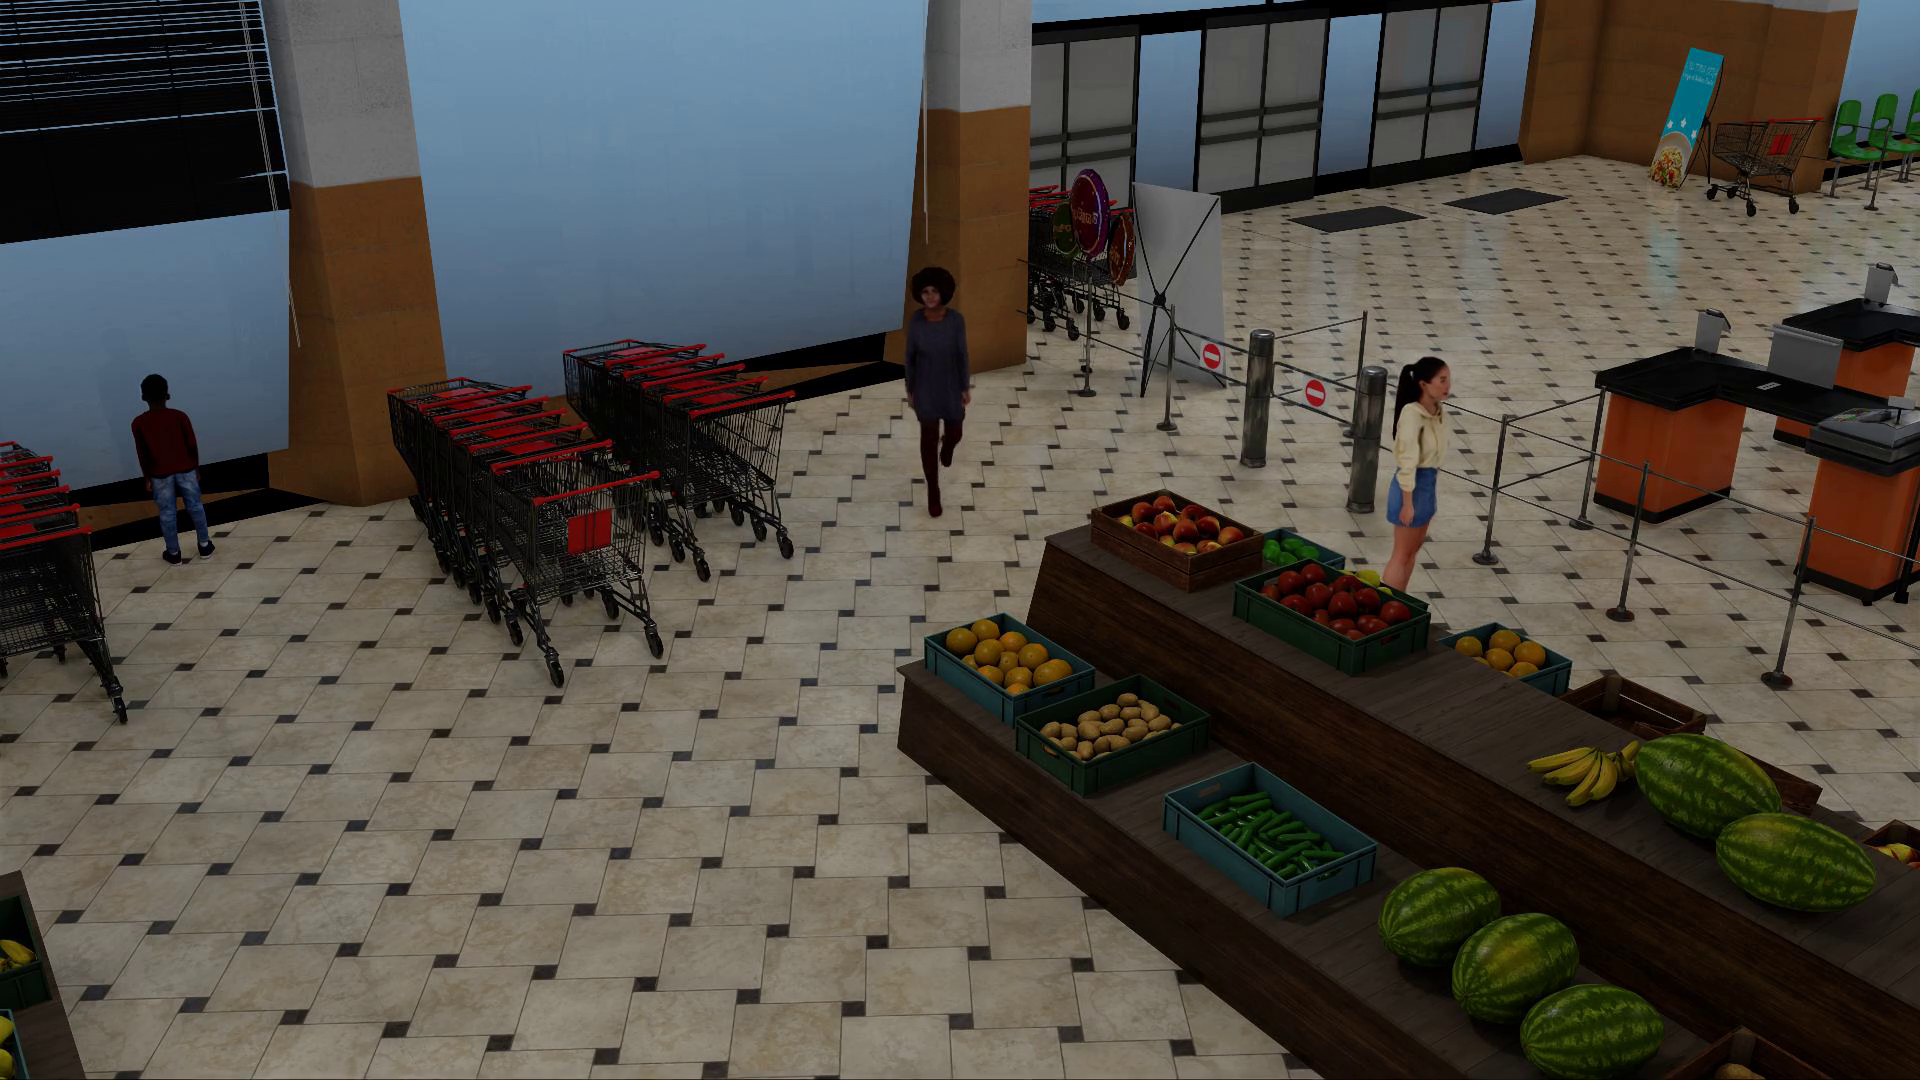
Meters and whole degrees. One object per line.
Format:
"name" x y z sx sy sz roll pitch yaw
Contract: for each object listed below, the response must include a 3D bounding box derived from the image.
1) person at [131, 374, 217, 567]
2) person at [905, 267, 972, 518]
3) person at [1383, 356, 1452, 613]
"person" -5.004 -0.451 10.556 0.505 1.256 0.490 -14 27 -29
"person" -0.140 -1.039 11.356 0.912 1.693 1.035 0 24 0
"person" 2.653 -0.291 9.723 0.690 1.632 0.719 14 27 29
